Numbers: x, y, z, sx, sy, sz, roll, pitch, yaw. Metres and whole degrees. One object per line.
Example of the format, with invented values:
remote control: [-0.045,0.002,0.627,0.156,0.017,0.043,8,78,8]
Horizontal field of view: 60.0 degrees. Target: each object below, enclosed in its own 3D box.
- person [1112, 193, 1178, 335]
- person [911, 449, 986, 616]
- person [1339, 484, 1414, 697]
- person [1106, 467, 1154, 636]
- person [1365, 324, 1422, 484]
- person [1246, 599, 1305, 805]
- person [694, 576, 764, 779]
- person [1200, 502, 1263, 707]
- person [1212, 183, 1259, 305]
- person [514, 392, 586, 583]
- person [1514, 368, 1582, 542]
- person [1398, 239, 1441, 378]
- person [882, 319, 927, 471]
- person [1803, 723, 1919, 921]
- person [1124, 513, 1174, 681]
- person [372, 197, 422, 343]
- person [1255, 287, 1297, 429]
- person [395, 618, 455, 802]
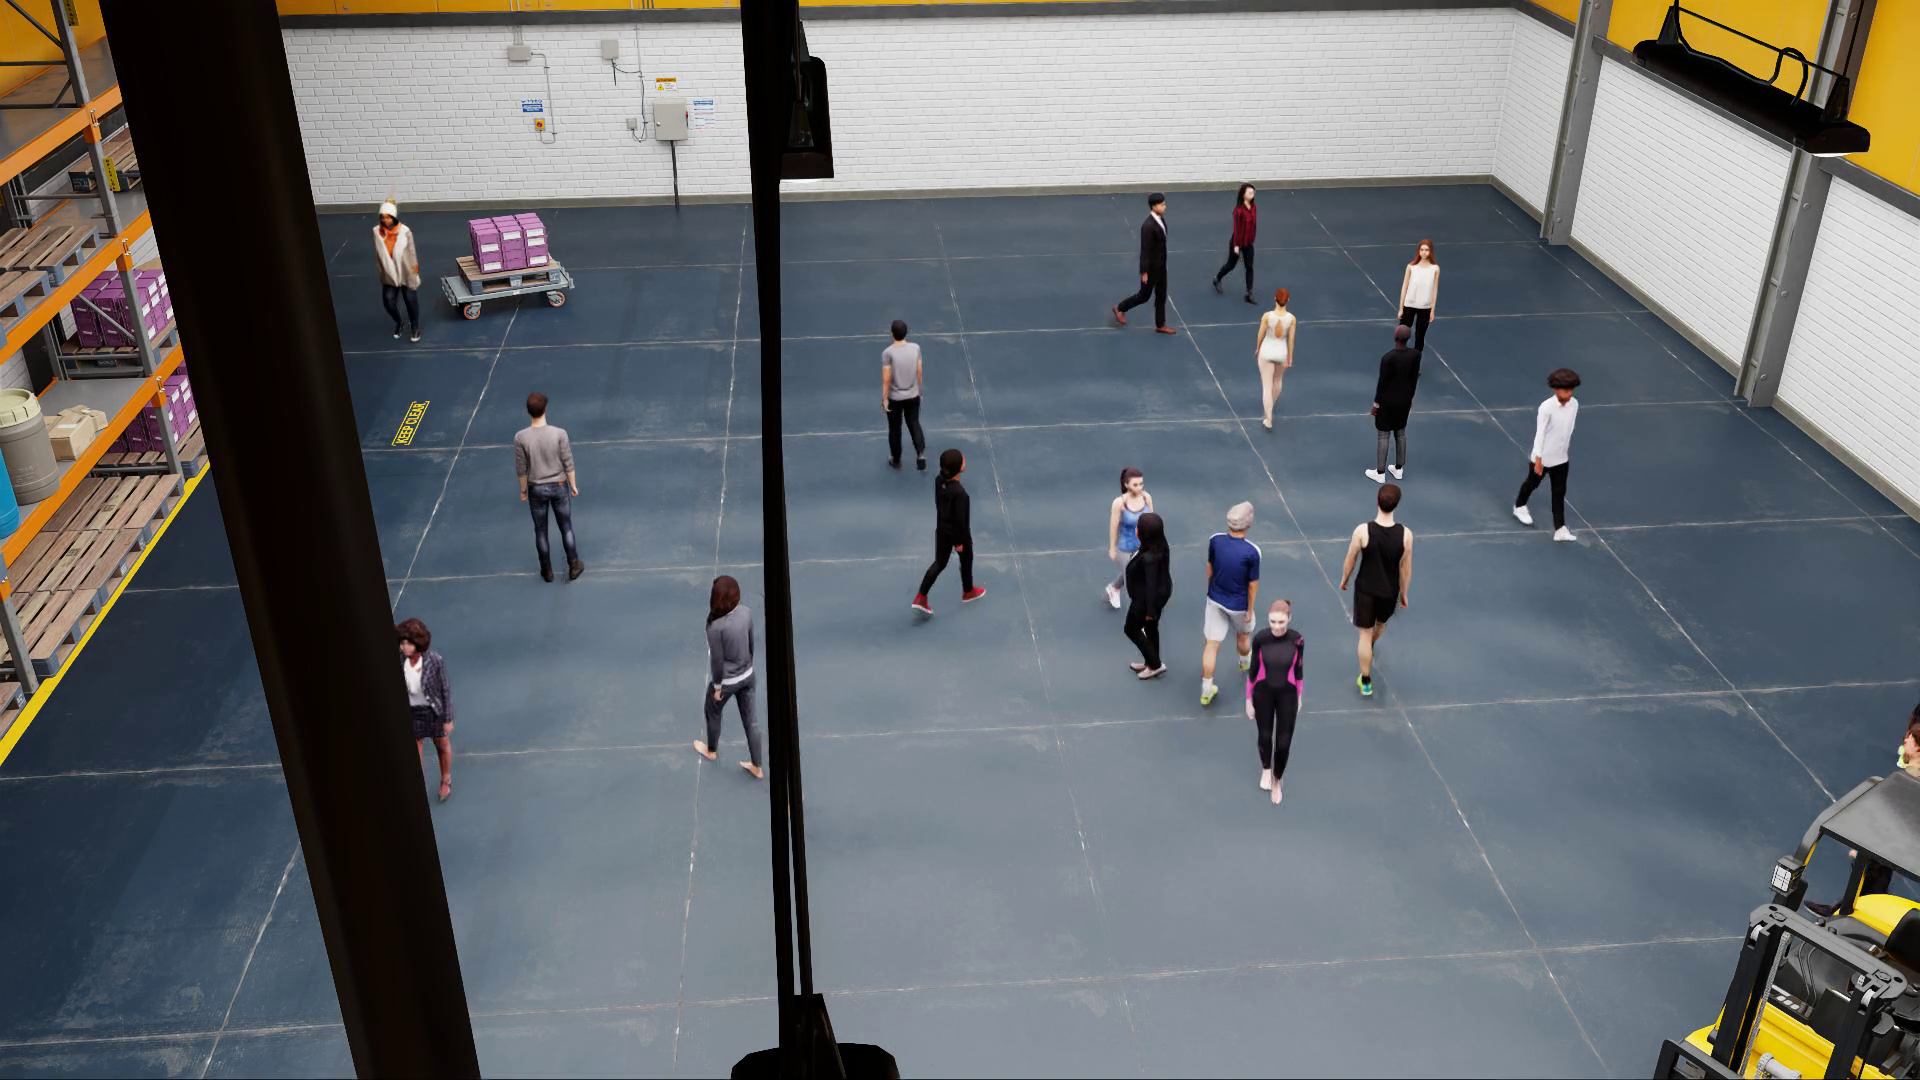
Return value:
person: [2.413,-3.578,21.526,1.155,1.859,1.195,14,32,24]
person: [-0.138,-0.048,15.277,1.055,1.646,1.105,-22,35,-34]
person: [3.534,0.467,14.124,0.879,1.846,1.199,4,29,7]
person: [1.540,0.052,15.160,0.837,1.583,1.115,-15,32,-25]
person: [4.634,-1.461,17.749,0.706,1.761,0.650,-10,30,-18]
person: [2.450,1.179,12.944,0.681,1.727,0.743,5,29,10]
person: [-1.723,1.114,13.049,1.053,1.741,0.972,25,37,37]
person: [2.229,0.569,14.002,1.072,1.784,1.233,15,32,26]
person: [3.762,-4.049,22.640,0.983,1.621,1.137,-22,35,-34]
person: [-3.925,-0.492,15.823,0.725,1.903,0.596,-6,29,-11]
person: [5.873,-0.891,16.710,0.853,1.754,1.201,-10,30,-17]
person: [5.580,-2.842,20.321,0.639,1.722,0.606,7,29,12]
person: [-0.579,-1.518,17.870,0.783,1.744,0.952,-12,31,-20]
person: [6.336,2.080,11.187,1.082,1.827,1.278,-20,34,-32]
person: [1.719,0.495,14.324,0.790,1.606,0.695,7,29,13]
person: [-7.175,-3.485,21.331,0.688,1.884,0.651,-3,29,-6]
person: [3.588,-2.047,18.993,0.578,1.597,1.040,-1,29,-2]
person: [-4.072,1.304,12.768,0.701,1.676,0.866,1,29,1]
